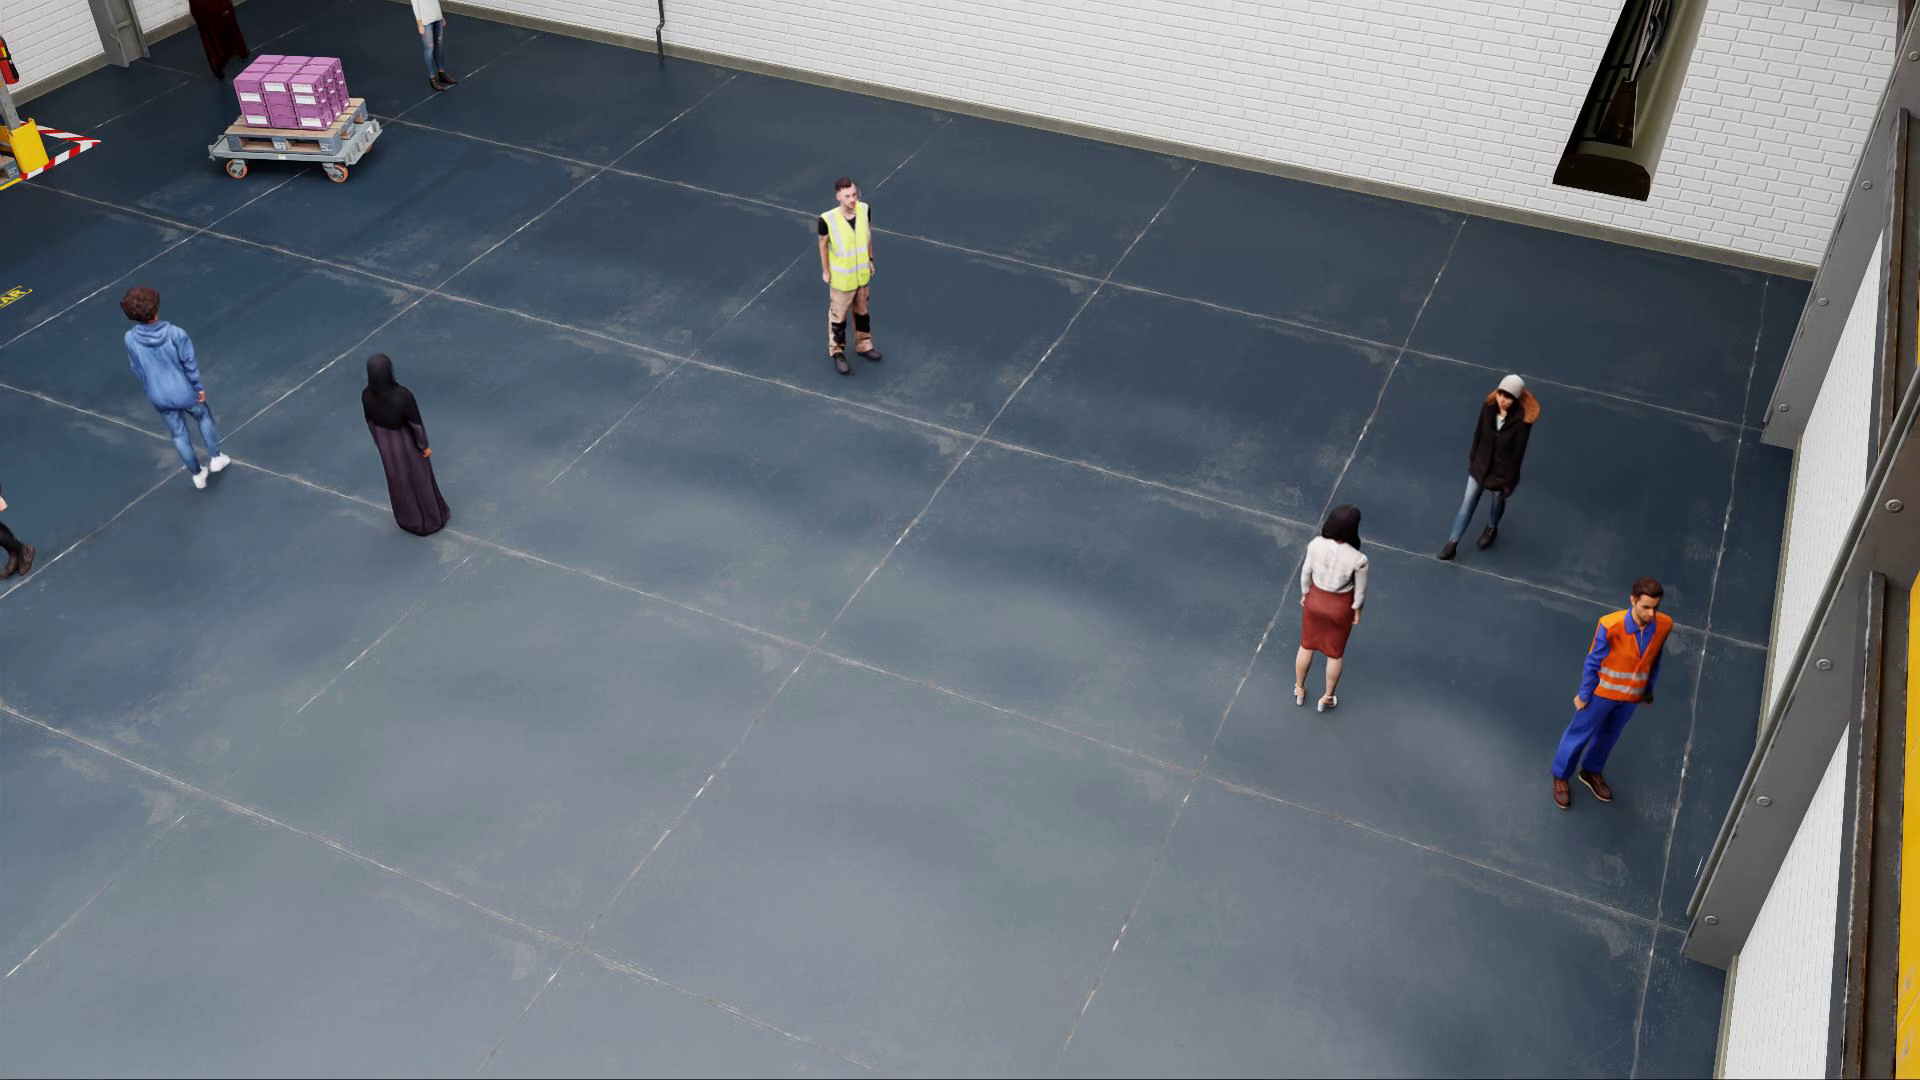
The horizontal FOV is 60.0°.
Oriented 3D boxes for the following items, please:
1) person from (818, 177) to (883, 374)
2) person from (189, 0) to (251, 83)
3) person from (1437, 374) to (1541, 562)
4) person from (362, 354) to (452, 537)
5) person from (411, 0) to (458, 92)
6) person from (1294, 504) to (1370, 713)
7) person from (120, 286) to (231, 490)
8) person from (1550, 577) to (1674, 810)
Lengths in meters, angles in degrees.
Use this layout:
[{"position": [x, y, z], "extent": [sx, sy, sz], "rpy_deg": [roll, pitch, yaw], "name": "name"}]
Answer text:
[{"position": [-0.988, -2.399, 14.883], "extent": [0.819, 1.847, 0.895], "rpy_deg": [-24, 44, -27], "name": "person"}, {"position": [-9.007, -6.348, 19.931], "extent": [0.946, 1.718, 1.116], "rpy_deg": [-2, 39, -3], "name": "person"}, {"position": [4.163, -0.586, 12.809], "extent": [0.759, 1.603, 1.042], "rpy_deg": [27, 46, 29], "name": "person"}, {"position": [-4.385, -0.765, 13.023], "extent": [0.658, 1.615, 0.655], "rpy_deg": [8, 39, 9], "name": "person"}, {"position": [-6.329, -6.213, 19.820], "extent": [0.623, 1.646, 0.430], "rpy_deg": [17, 42, 20], "name": "person"}, {"position": [2.525, 0.475, 11.365], "extent": [0.606, 1.746, 0.522], "rpy_deg": [19, 42, 22], "name": "person"}, {"position": [-6.351, -1.168, 13.387], "extent": [0.802, 1.791, 0.846], "rpy_deg": [-9, 39, -11], "name": "person"}, {"position": [4.193, 0.962, 10.661], "extent": [0.790, 1.863, 0.806], "rpy_deg": [-6, 39, -7], "name": "person"}]
